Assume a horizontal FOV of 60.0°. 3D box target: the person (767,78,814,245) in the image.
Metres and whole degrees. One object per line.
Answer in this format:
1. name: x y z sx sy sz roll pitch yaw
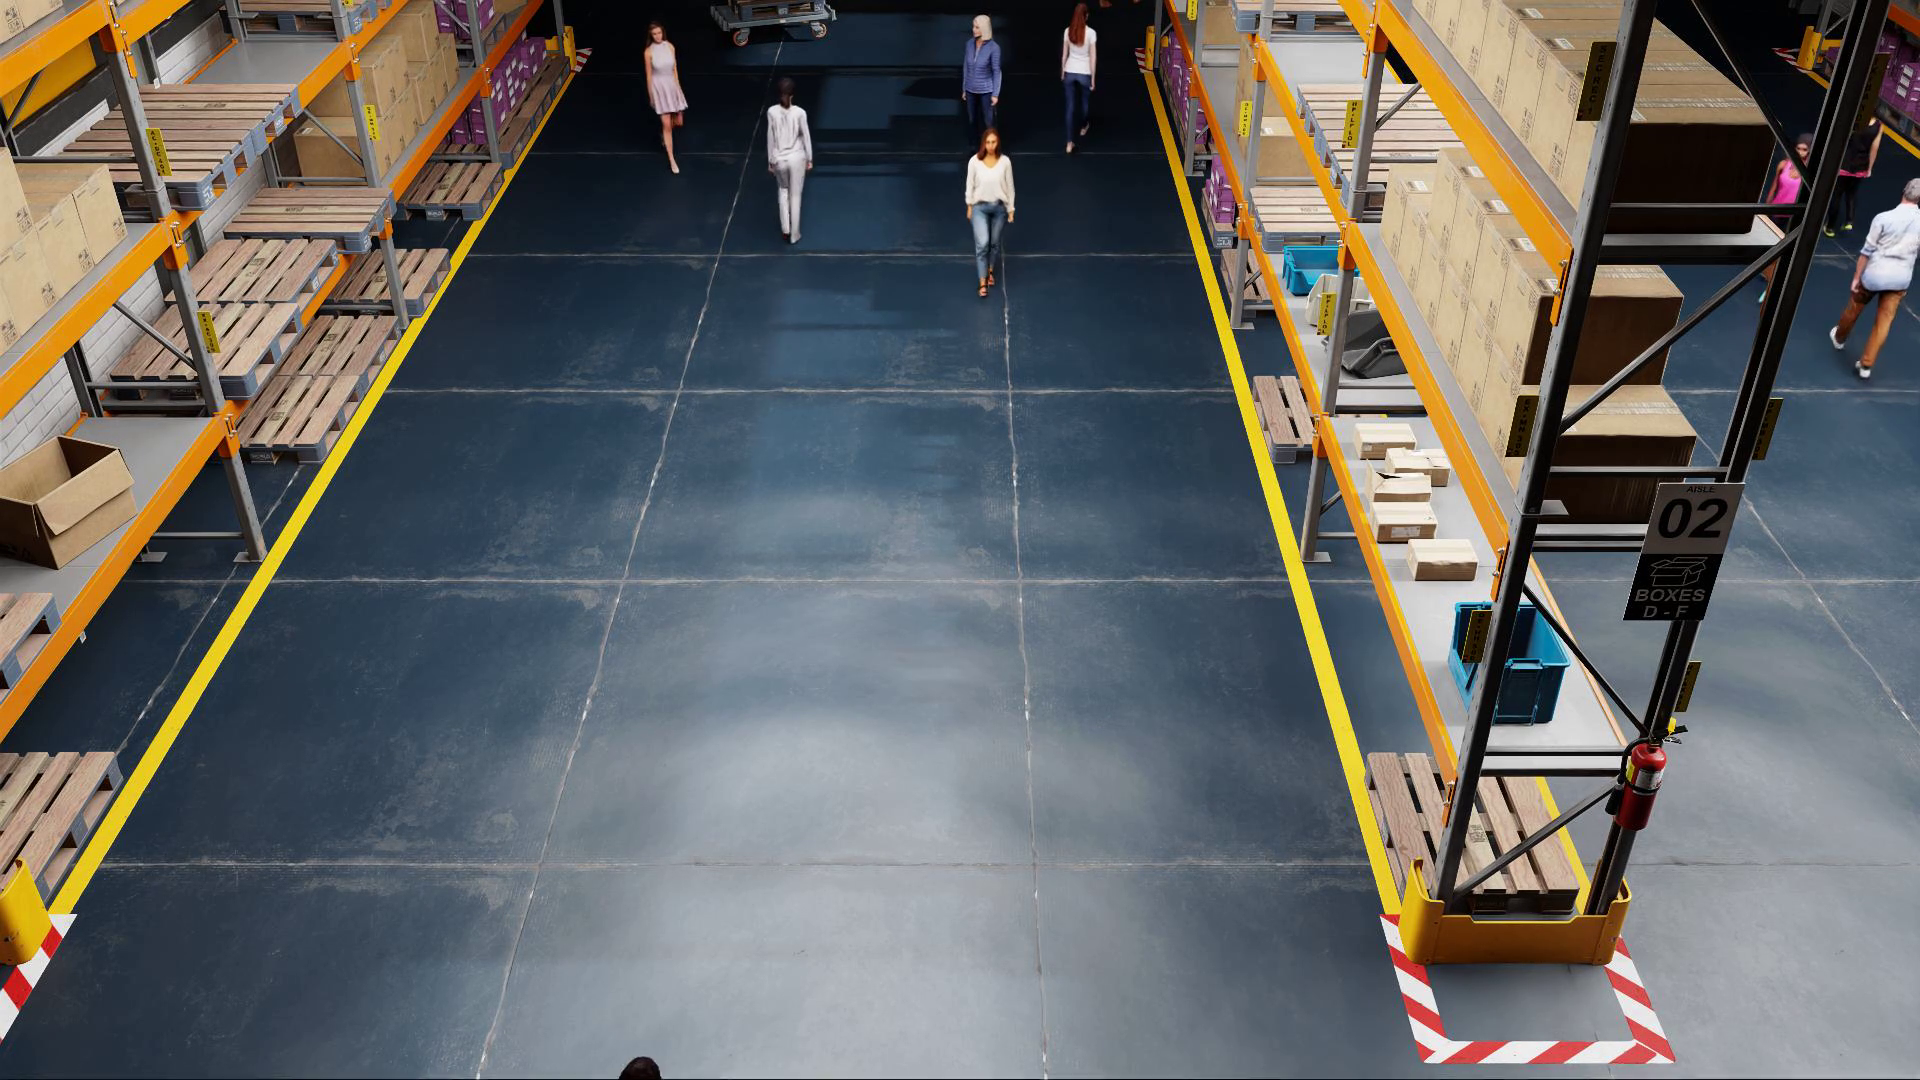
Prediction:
1. person: -1.803 -3.912 17.342 0.642 1.760 0.642 4 34 5

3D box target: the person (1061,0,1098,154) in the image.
1. person: 1.371 -5.431 19.692 0.782 1.688 1.181 8 34 12

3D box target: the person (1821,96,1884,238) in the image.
1. person: 9.437 -3.925 17.556 0.539 1.544 0.555 0 34 0

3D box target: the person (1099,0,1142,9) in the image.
1. person: 2.301 -8.684 24.653 1.063 1.614 1.091 -18 38 -25

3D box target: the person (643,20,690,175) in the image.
1. person: -3.426 -5.138 19.188 0.803 1.757 0.924 -17 37 -23

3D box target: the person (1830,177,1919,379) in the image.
1. person: 8.325 -2.306 14.909 0.855 1.779 1.126 8 34 11

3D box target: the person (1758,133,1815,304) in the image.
1. person: 8.105 -3.194 16.314 0.883 1.702 1.024 17 37 24

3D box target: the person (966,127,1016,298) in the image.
1. person: 0.295 -3.316 16.533 0.661 1.664 0.885 -2 34 -3

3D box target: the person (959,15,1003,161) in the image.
1. person: 0.247 -5.269 19.400 0.726 1.741 0.734 20 38 27
